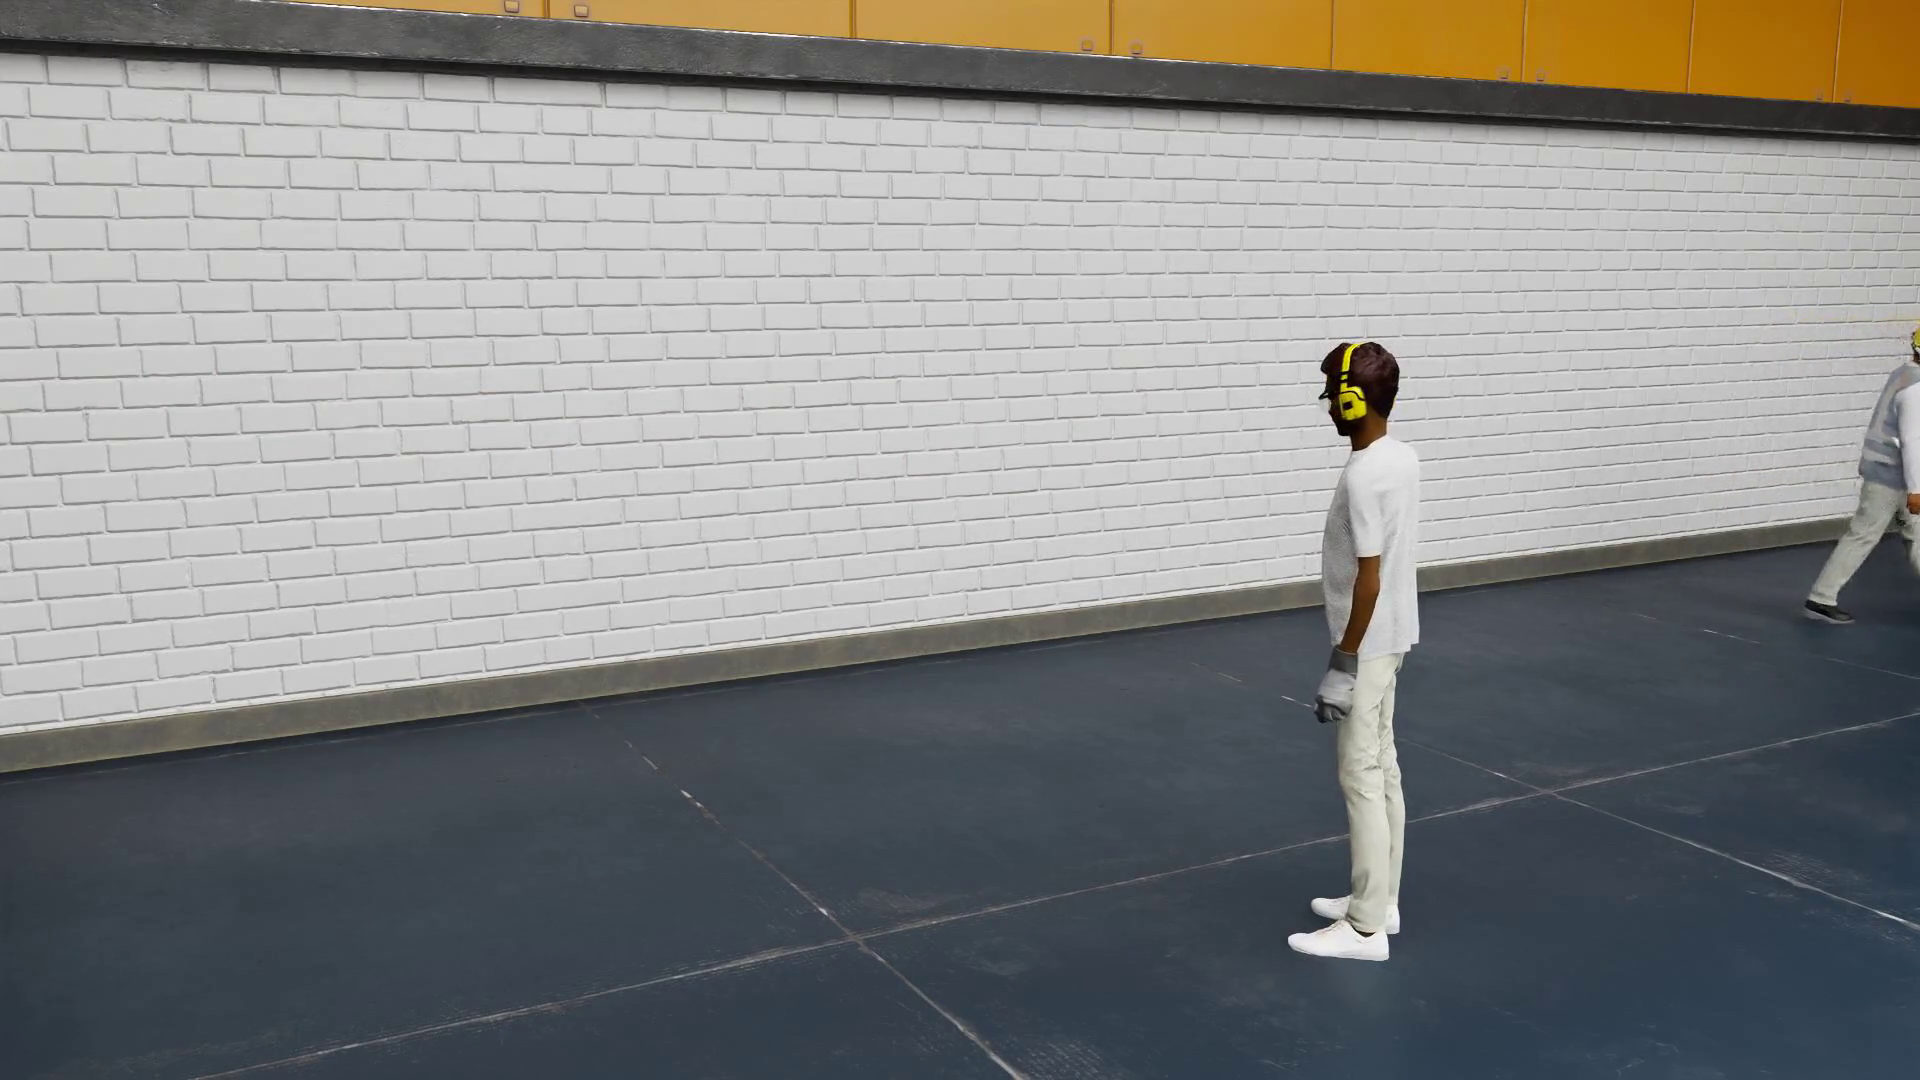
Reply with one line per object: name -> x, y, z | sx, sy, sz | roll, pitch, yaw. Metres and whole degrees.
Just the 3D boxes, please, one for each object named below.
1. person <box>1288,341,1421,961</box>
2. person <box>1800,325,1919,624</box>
person -> 1.202, 0.338, 5.010 | 0.326, 1.865, 0.518 | 5, 11, 27
person -> 5.291, -0.366, 9.305 | 0.965, 1.765, 0.633 | 6, 11, 29
